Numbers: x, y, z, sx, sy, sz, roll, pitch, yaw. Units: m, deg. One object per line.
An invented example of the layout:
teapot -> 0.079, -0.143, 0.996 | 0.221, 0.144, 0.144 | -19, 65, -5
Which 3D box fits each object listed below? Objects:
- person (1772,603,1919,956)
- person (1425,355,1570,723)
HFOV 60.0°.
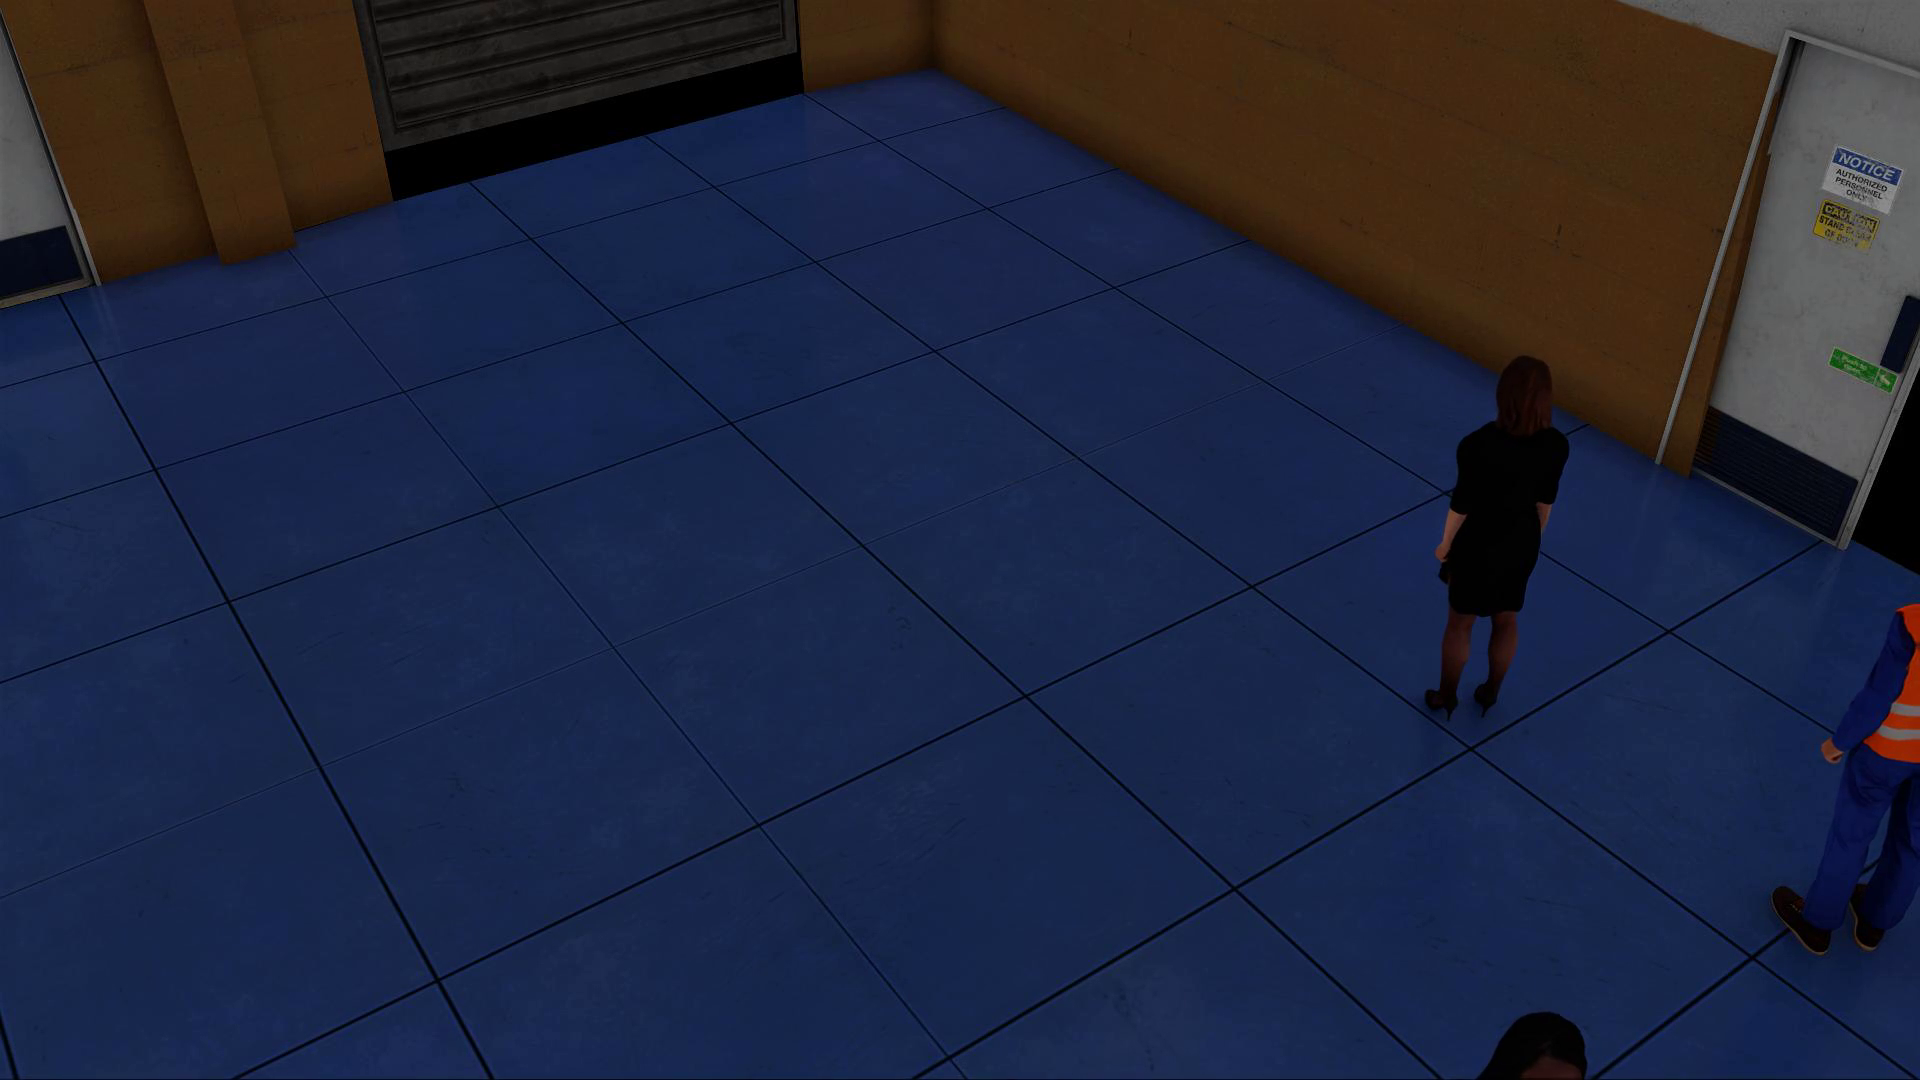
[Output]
person -> 3.244, 0.696, 5.668 | 0.752, 1.863, 0.853 | 0, 37, 0
person -> 2.141, 0.031, 6.673 | 0.606, 1.704, 0.721 | -3, 37, -3
